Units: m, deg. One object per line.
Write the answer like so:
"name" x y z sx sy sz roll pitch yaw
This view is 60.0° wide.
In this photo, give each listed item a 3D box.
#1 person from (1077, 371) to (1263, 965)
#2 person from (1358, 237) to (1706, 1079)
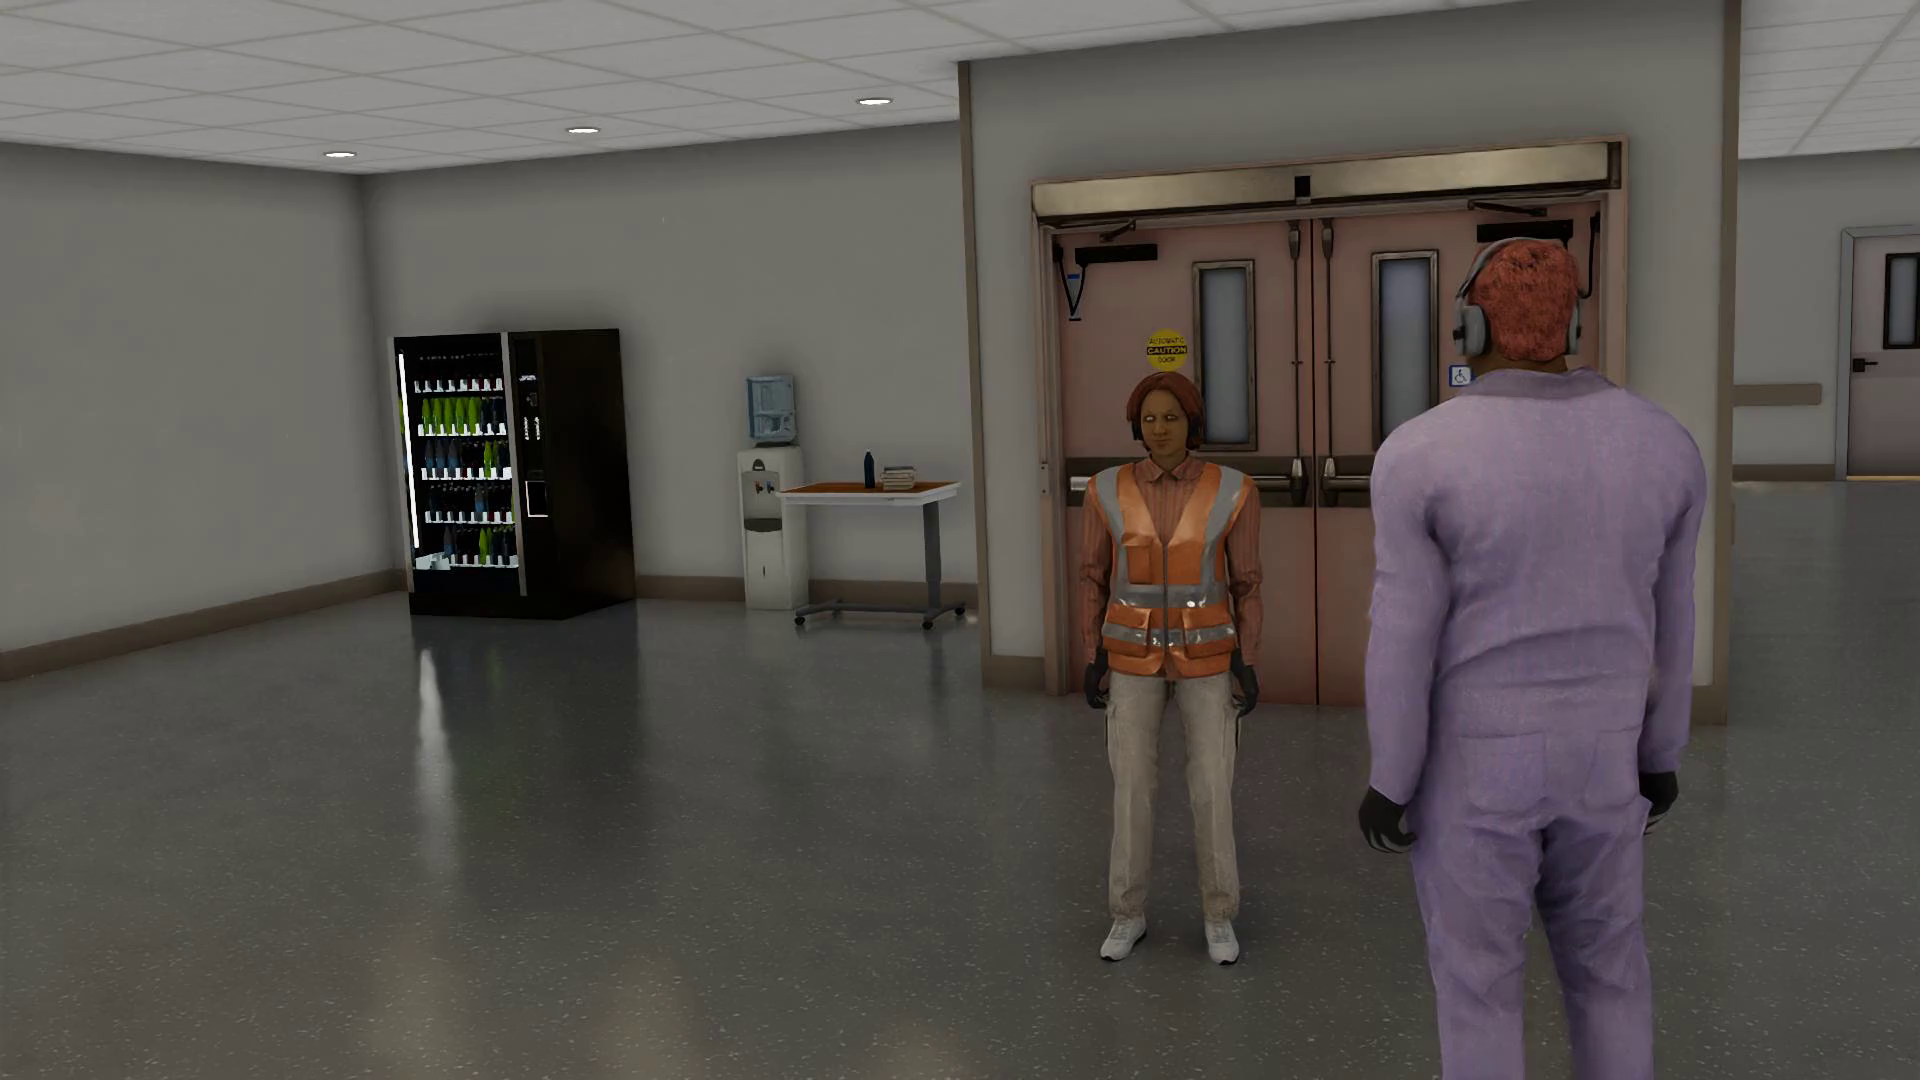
"person" 0.585 0.353 4.612 0.510 1.640 0.308 -1 8 12
"person" 1.048 0.397 3.118 0.651 1.904 0.403 -4 8 -12
